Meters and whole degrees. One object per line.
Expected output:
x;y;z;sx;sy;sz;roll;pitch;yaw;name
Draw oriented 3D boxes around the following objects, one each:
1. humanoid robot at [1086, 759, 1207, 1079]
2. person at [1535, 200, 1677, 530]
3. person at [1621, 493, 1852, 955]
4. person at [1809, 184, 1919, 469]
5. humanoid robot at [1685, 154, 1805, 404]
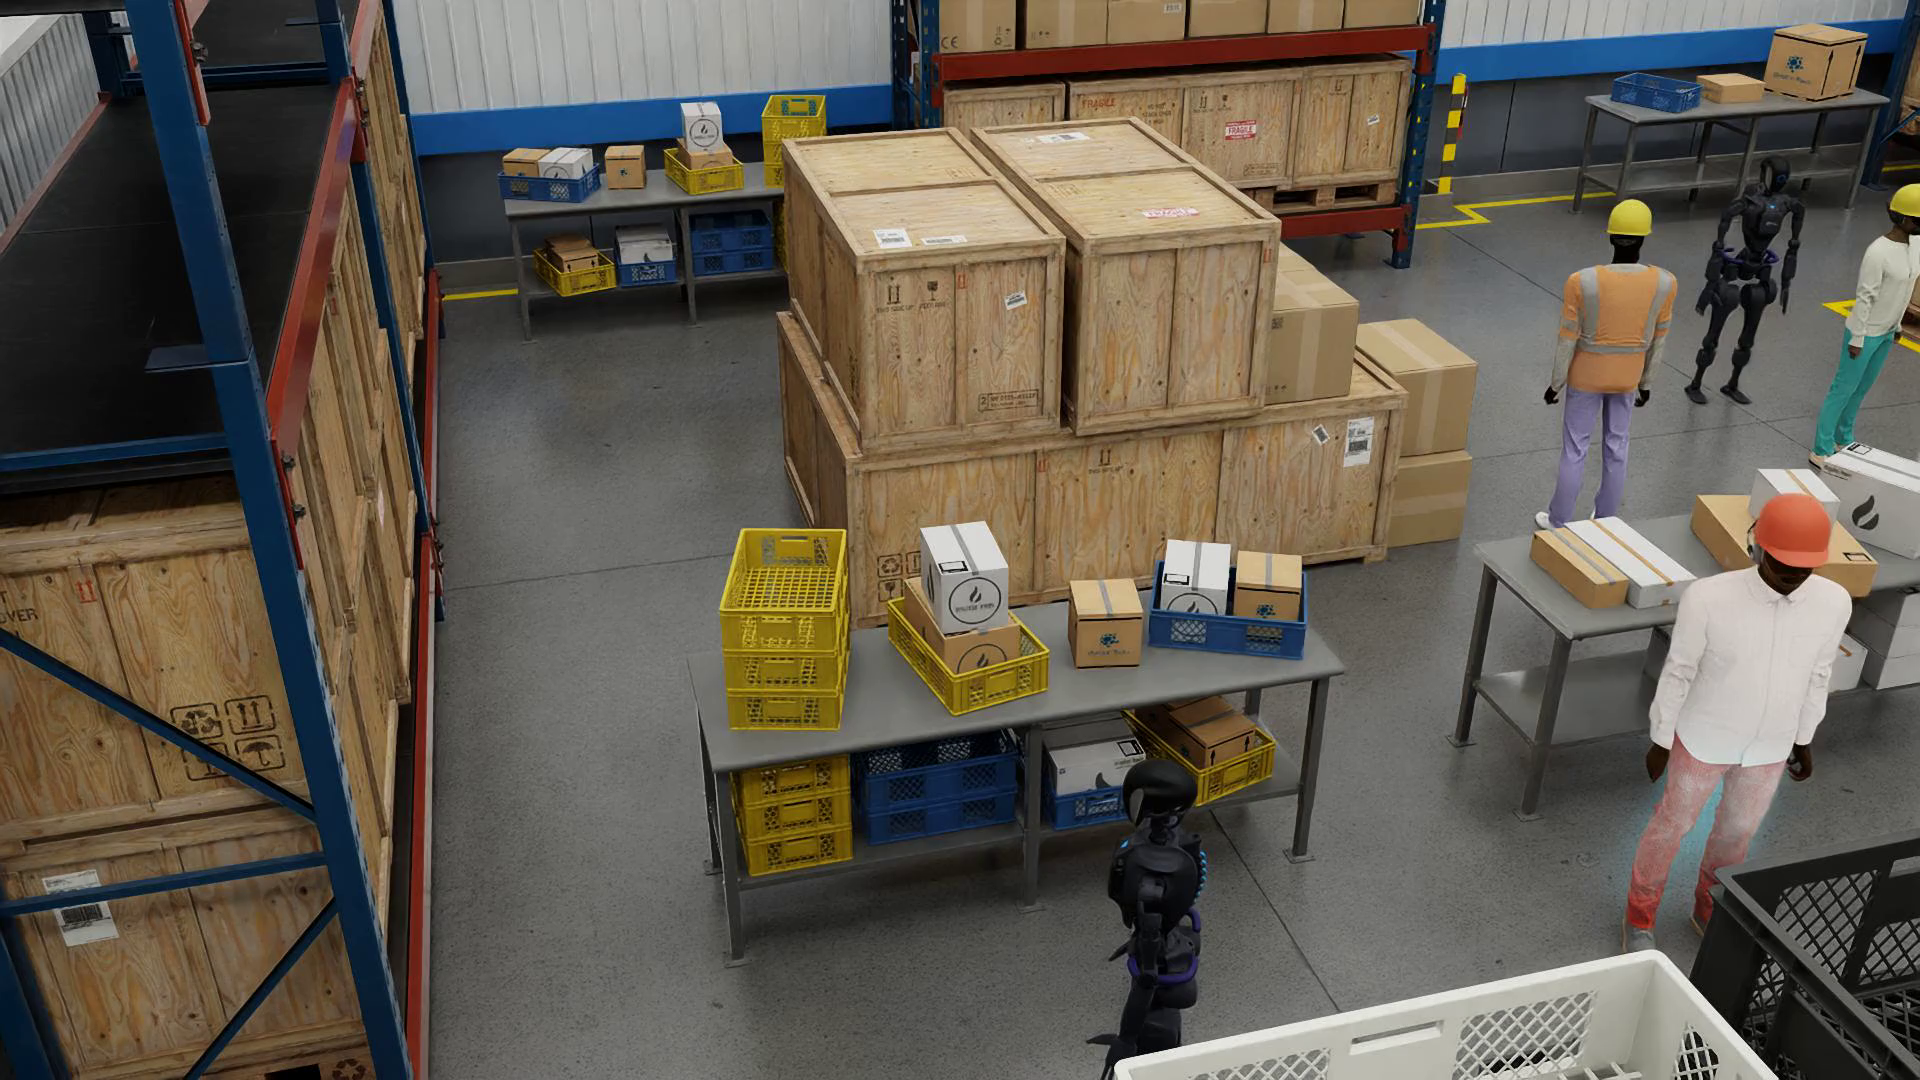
0.574;1.370;5.155;0.325;1.657;0.598;5;29;9;humanoid robot
3.478;-0.890;9.018;0.587;1.923;0.379;1;29;1;person
2.807;0.719;6.024;0.624;1.992;0.384;0;29;-1;person
5.406;-1.237;9.808;0.529;1.768;0.310;-20;35;-32;person
5.026;-1.655;10.654;0.569;1.651;0.344;-1;29;-1;humanoid robot
